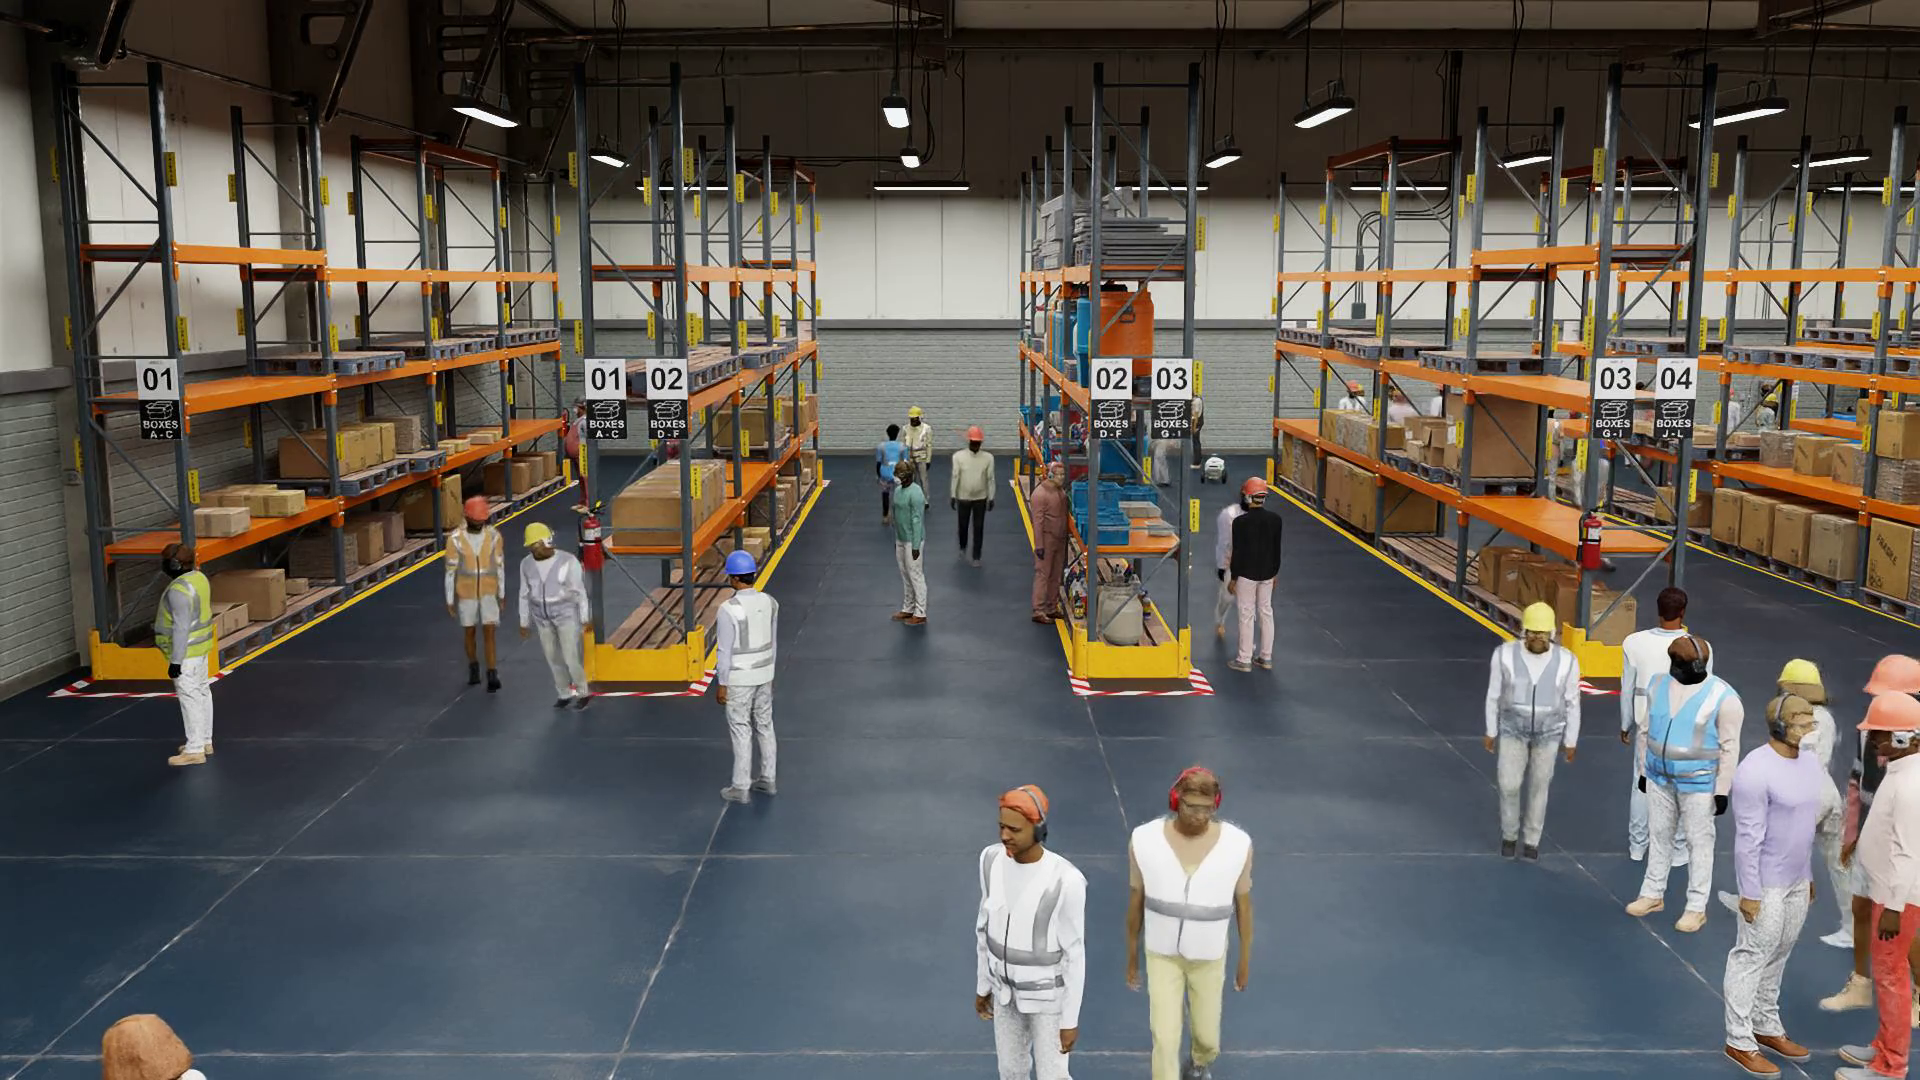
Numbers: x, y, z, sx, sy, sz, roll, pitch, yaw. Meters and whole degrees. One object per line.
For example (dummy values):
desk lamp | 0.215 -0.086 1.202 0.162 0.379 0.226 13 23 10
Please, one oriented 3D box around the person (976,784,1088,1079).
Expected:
person | 0.293 1.952 7.124 0.579 1.878 0.350 8 12 43

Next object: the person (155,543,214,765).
person | -6.418 0.935 13.771 0.429 1.845 0.621 -1 9 -8

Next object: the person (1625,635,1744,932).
person | 4.460 1.483 10.265 0.430 1.837 0.624 -6 11 -33

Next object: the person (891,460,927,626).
person | -0.596 0.028 19.342 0.380 1.931 0.625 -4 10 -25

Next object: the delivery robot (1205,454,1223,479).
delivery robot | 5.052 -1.466 33.034 0.477 0.478 0.707 2 9 11

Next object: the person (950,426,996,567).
person | 0.182 -0.610 23.252 0.649 1.978 0.495 -1 9 -6

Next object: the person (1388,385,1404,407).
person | 8.955 -2.284 34.437 0.361 1.855 0.523 -7 11 -37

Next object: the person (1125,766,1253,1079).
person | 1.058 1.893 7.709 0.579 1.820 0.719 1 9 9

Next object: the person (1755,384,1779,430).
person | 16.963 -2.360 35.009 0.428 1.837 0.627 1 9 9

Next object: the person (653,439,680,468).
person | -5.134 -1.485 29.335 0.633 1.841 0.429 -7 11 -38

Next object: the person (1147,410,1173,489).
person | 3.742 -1.861 31.931 0.696 1.789 0.631 -4 10 -23

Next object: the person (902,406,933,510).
person | -0.756 -1.421 29.000 0.592 1.824 0.404 4 10 24

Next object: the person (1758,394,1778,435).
person | 16.299 -2.088 33.578 0.324 1.730 0.491 0 9 -2

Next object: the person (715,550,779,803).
person | -1.643 1.043 12.785 0.416 1.940 0.601 6 11 35

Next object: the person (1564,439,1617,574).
person | 8.656 -0.499 22.814 0.604 1.893 1.012 -2 9 -12

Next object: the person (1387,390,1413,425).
person | 8.460 -1.941 32.119 0.667 1.891 0.638 -3 9 -20

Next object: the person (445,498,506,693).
person | -4.693 0.538 16.161 0.575 1.882 0.986 -3 9 -21

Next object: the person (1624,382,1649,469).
person | 14.416 -2.438 35.434 0.531 1.856 0.346 7 11 37

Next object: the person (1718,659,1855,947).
person | 5.119 1.580 10.095 0.512 1.684 0.937 -6 11 -33

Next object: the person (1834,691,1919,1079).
person | 4.610 1.727 8.237 0.411 1.980 0.631 4 10 27

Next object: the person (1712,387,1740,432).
person | 16.344 -2.394 35.503 0.585 1.739 0.358 7 11 37

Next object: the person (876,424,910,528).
person | -1.090 -1.060 27.144 0.550 1.662 0.732 0 9 0

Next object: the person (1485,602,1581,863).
person | 3.902 1.321 11.339 0.619 1.819 0.498 3 9 16

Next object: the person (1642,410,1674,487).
person | 13.618 -1.964 32.354 0.654 1.871 0.937 -1 9 -5

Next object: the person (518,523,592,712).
person | -3.755 0.718 15.336 0.629 1.789 0.491 2 9 11

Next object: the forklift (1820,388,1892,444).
forklift | 20.072 -3.110 36.462 1.873 2.768 1.129 0 9 0

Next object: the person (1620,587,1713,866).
person | 4.812 1.272 11.363 0.587 1.916 0.392 6 11 34

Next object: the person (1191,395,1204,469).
person | 5.013 -2.428 35.421 0.350 1.839 0.504 2 9 10

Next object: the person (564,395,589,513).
person | -6.551 -1.488 28.719 0.537 2.000 0.683 -5 10 -27

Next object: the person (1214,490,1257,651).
person | 3.058 0.268 18.211 0.645 1.807 0.814 -2 9 -12

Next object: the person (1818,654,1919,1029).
person | 4.996 1.605 8.887 0.460 2.038 0.631 -2 9 -13

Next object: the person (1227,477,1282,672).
person | 3.010 0.351 17.032 0.615 1.994 0.381 -5 10 -28

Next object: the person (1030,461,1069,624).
person | 1.081 0.025 19.458 0.400 1.900 0.644 6 11 34

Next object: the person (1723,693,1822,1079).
person | 4.123 1.721 8.401 0.631 1.940 0.372 -6 11 -36

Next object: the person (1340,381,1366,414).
person | 8.212 -2.353 34.711 0.581 1.897 0.887 0 9 3

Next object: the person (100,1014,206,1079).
person | -2.603 2.337 5.471 0.312 1.624 0.513 1 9 8
